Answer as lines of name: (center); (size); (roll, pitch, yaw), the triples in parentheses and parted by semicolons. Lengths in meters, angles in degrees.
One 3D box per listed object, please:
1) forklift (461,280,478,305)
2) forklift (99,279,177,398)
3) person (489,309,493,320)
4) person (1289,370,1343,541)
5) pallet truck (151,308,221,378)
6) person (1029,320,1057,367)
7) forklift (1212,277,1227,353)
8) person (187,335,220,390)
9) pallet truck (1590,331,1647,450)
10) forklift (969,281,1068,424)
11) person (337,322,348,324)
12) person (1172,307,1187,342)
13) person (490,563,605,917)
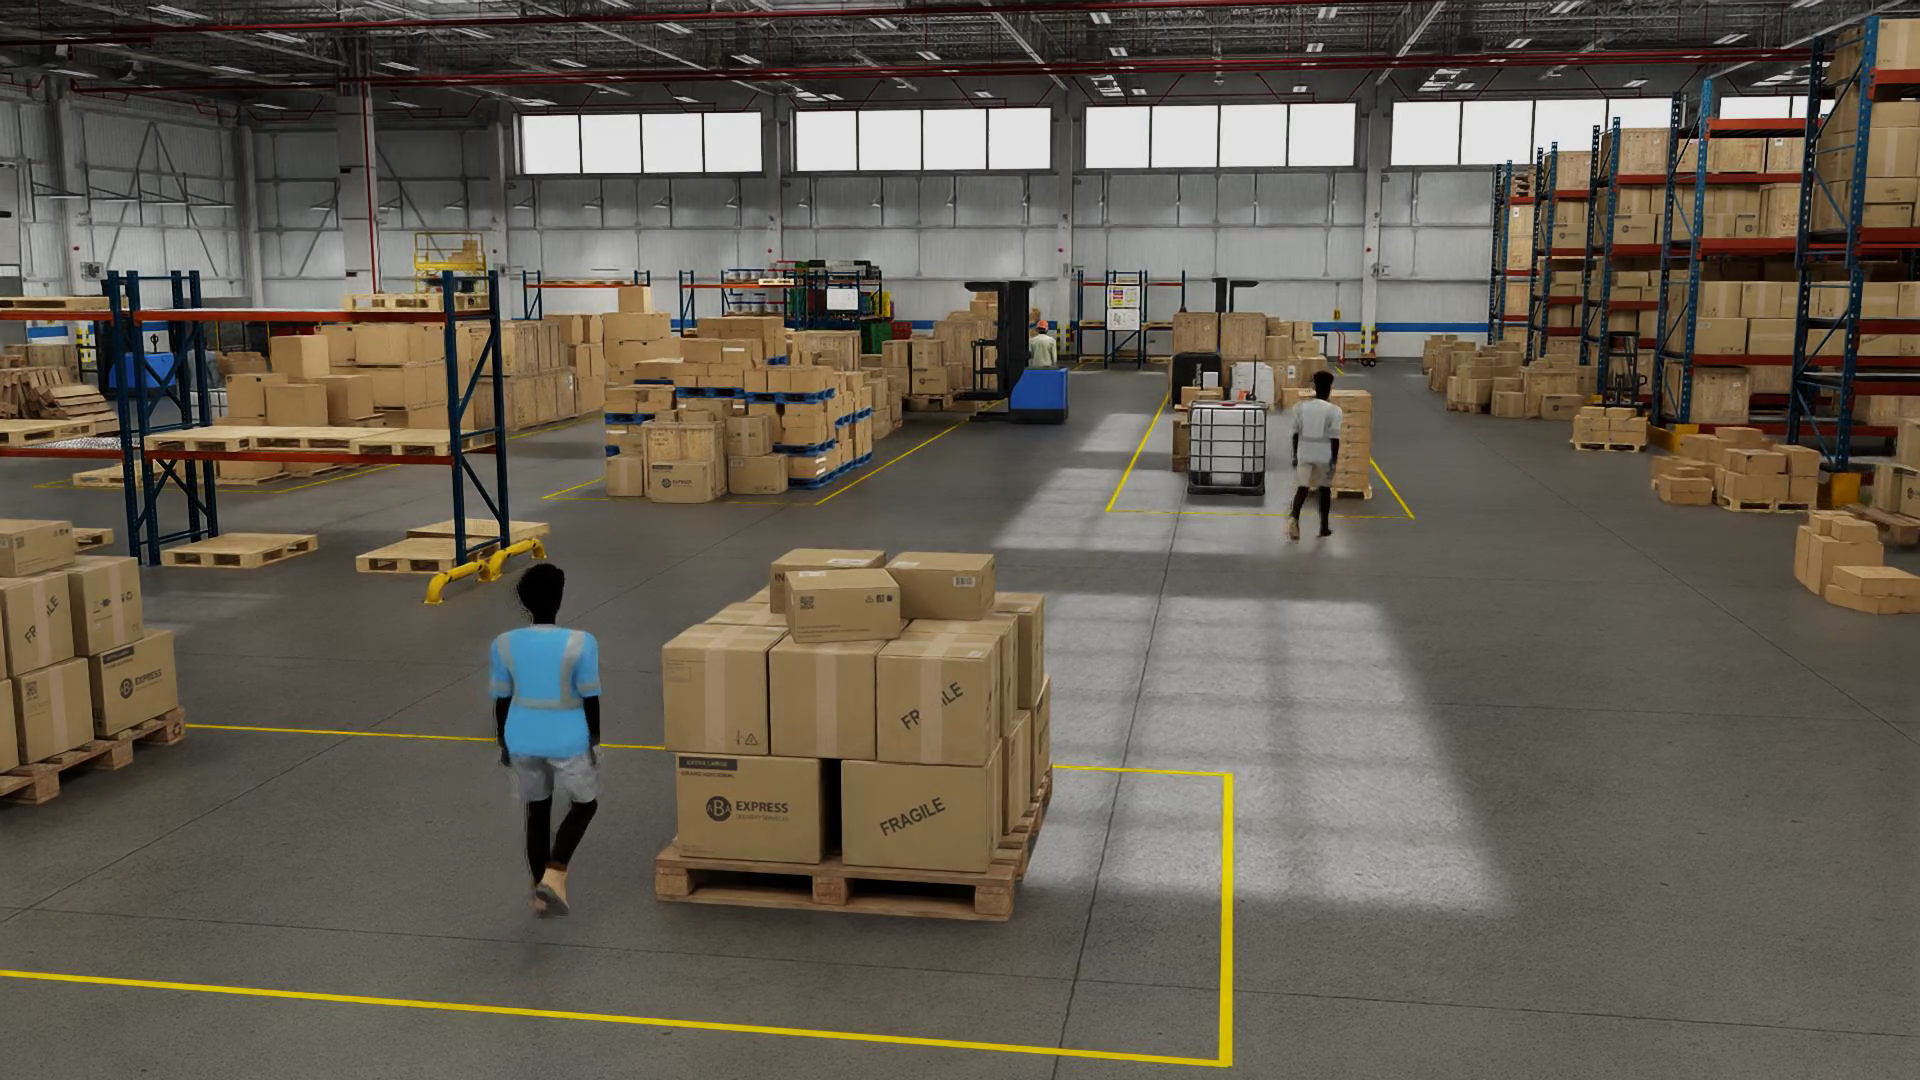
forklift: (-13.084, -5.599, 44.445); (1.873, 2.768, 1.129); (-3, 10, -17)
forklift: (-19.606, -4.720, 39.027); (1.873, 2.768, 1.129); (1, 9, 9)
person: (-15.153, -6.620, 53.730); (0.771, 1.919, 0.566); (-2, 9, -14)
person: (3.961, -0.939, 18.631); (0.605, 1.931, 0.852); (5, 11, 29)
pallet truck: (-21.869, -5.598, 47.154); (0.823, 1.965, 1.885); (4, 10, 26)
person: (1.729, -3.628, 35.020); (0.623, 1.990, 0.390); (1, 9, 9)
forklift: (7.562, -6.241, 48.404); (1.873, 2.768, 1.129); (1, 9, 9)
person: (-13.219, -2.635, 29.063); (0.635, 1.937, 0.354); (1, 9, 9)
pallet truck: (11.253, -2.573, 28.499); (0.823, 1.965, 1.885); (5, 10, 27)
forklift: (1.194, -3.753, 33.059); (1.873, 2.768, 1.129); (1, 9, 9)
person: (-18.724, -6.178, 50.910); (0.635, 1.937, 0.354); (1, 9, 9)
person: (6.826, -6.196, 51.028); (0.635, 1.935, 0.349); (1, 9, 9)
person: (-1.921, 0.950, 7.697); (0.538, 1.687, 0.449); (2, 9, 10)
